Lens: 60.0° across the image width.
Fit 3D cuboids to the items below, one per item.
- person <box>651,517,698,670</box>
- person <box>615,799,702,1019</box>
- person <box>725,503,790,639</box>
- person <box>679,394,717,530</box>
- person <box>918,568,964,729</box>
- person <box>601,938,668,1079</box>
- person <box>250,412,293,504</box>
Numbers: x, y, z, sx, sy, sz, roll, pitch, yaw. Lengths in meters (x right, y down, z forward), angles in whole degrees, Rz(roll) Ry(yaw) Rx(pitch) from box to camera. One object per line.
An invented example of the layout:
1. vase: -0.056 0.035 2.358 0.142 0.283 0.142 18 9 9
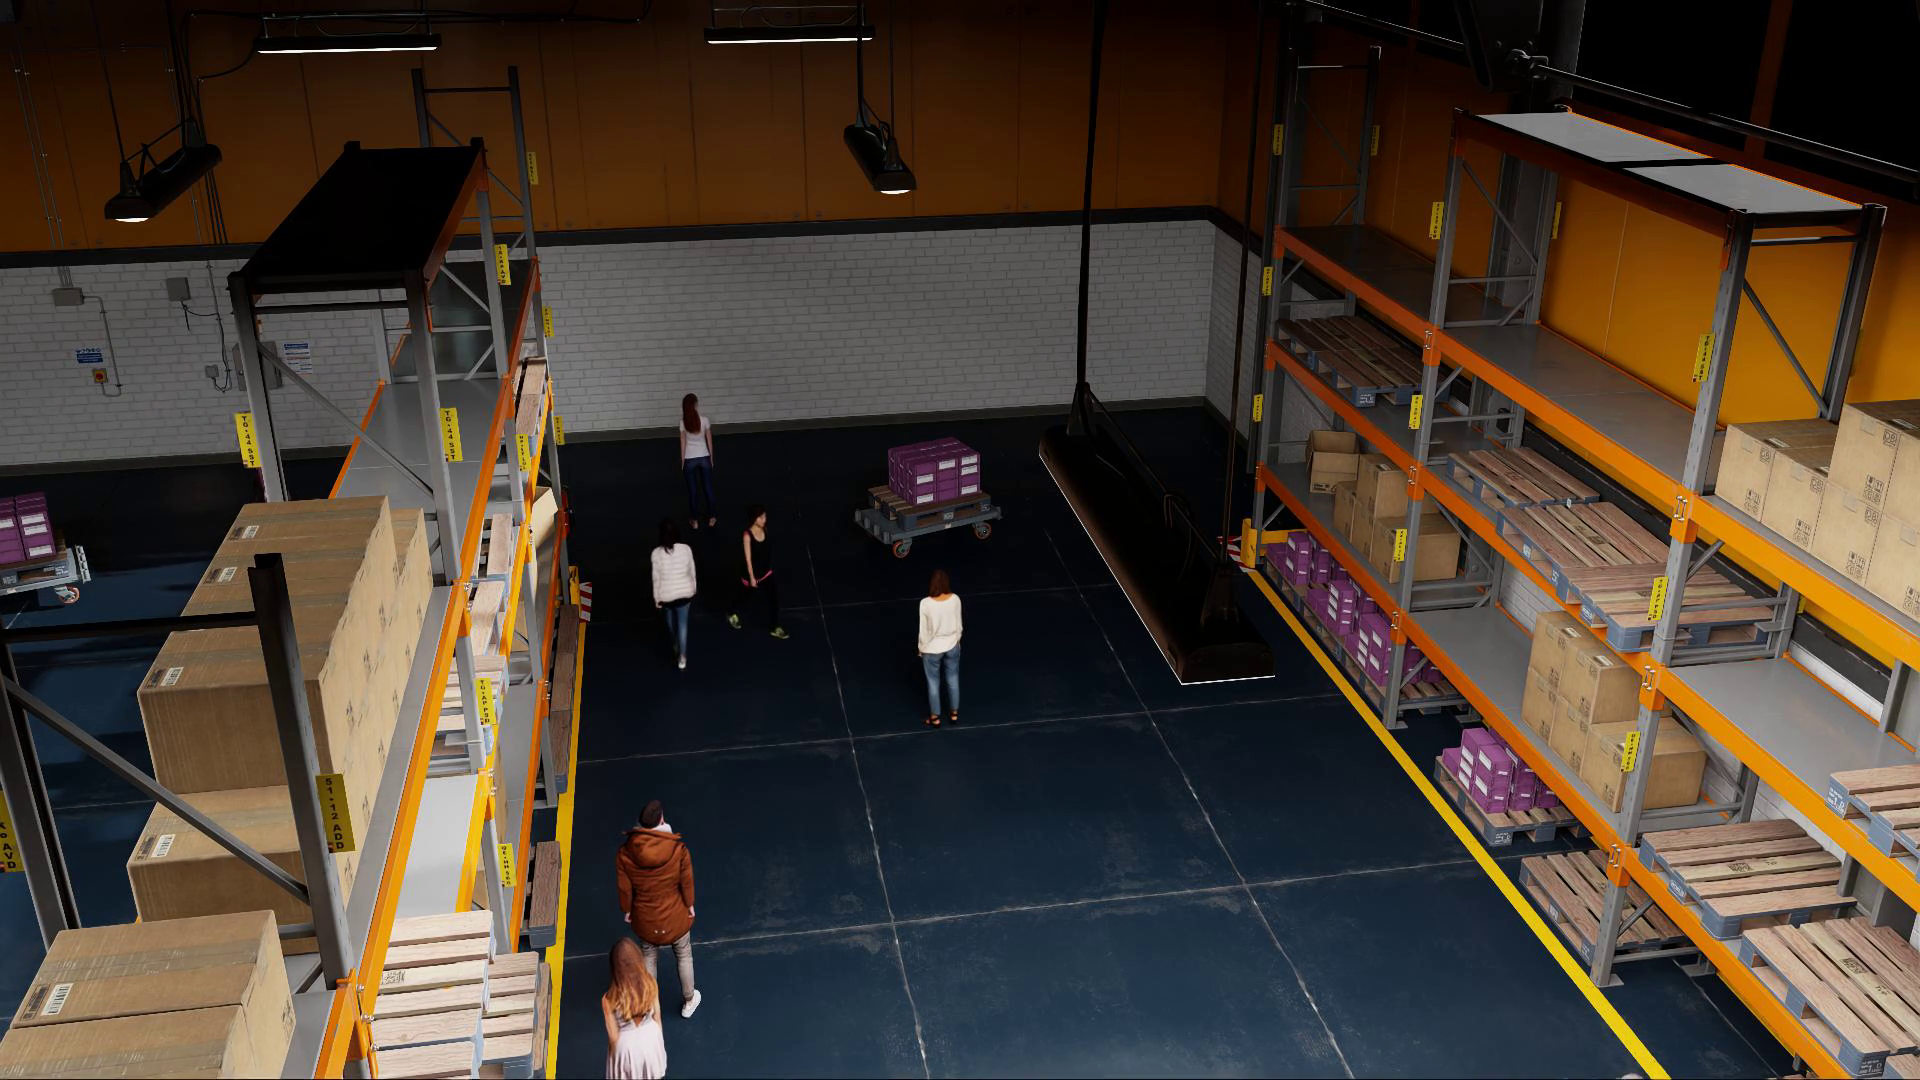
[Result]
1. person: -2.964 0.593 17.343 0.601 1.594 1.057 -4 24 -10
2. person: -2.197 2.715 12.185 0.717 1.837 0.701 -2 24 -5
3. person: -2.275 0.335 18.034 1.068 1.514 0.966 18 29 35
4. person: -3.287 -0.984 20.770 0.570 1.738 0.535 -6 24 -14
5. person: -0.188 1.049 16.189 0.642 1.683 0.590 -8 25 -17
6. person: -2.096 3.360 10.796 0.651 1.768 0.681 -14 27 -28
7. person: -8.365 -0.653 19.918 0.994 1.814 1.235 2 24 5
